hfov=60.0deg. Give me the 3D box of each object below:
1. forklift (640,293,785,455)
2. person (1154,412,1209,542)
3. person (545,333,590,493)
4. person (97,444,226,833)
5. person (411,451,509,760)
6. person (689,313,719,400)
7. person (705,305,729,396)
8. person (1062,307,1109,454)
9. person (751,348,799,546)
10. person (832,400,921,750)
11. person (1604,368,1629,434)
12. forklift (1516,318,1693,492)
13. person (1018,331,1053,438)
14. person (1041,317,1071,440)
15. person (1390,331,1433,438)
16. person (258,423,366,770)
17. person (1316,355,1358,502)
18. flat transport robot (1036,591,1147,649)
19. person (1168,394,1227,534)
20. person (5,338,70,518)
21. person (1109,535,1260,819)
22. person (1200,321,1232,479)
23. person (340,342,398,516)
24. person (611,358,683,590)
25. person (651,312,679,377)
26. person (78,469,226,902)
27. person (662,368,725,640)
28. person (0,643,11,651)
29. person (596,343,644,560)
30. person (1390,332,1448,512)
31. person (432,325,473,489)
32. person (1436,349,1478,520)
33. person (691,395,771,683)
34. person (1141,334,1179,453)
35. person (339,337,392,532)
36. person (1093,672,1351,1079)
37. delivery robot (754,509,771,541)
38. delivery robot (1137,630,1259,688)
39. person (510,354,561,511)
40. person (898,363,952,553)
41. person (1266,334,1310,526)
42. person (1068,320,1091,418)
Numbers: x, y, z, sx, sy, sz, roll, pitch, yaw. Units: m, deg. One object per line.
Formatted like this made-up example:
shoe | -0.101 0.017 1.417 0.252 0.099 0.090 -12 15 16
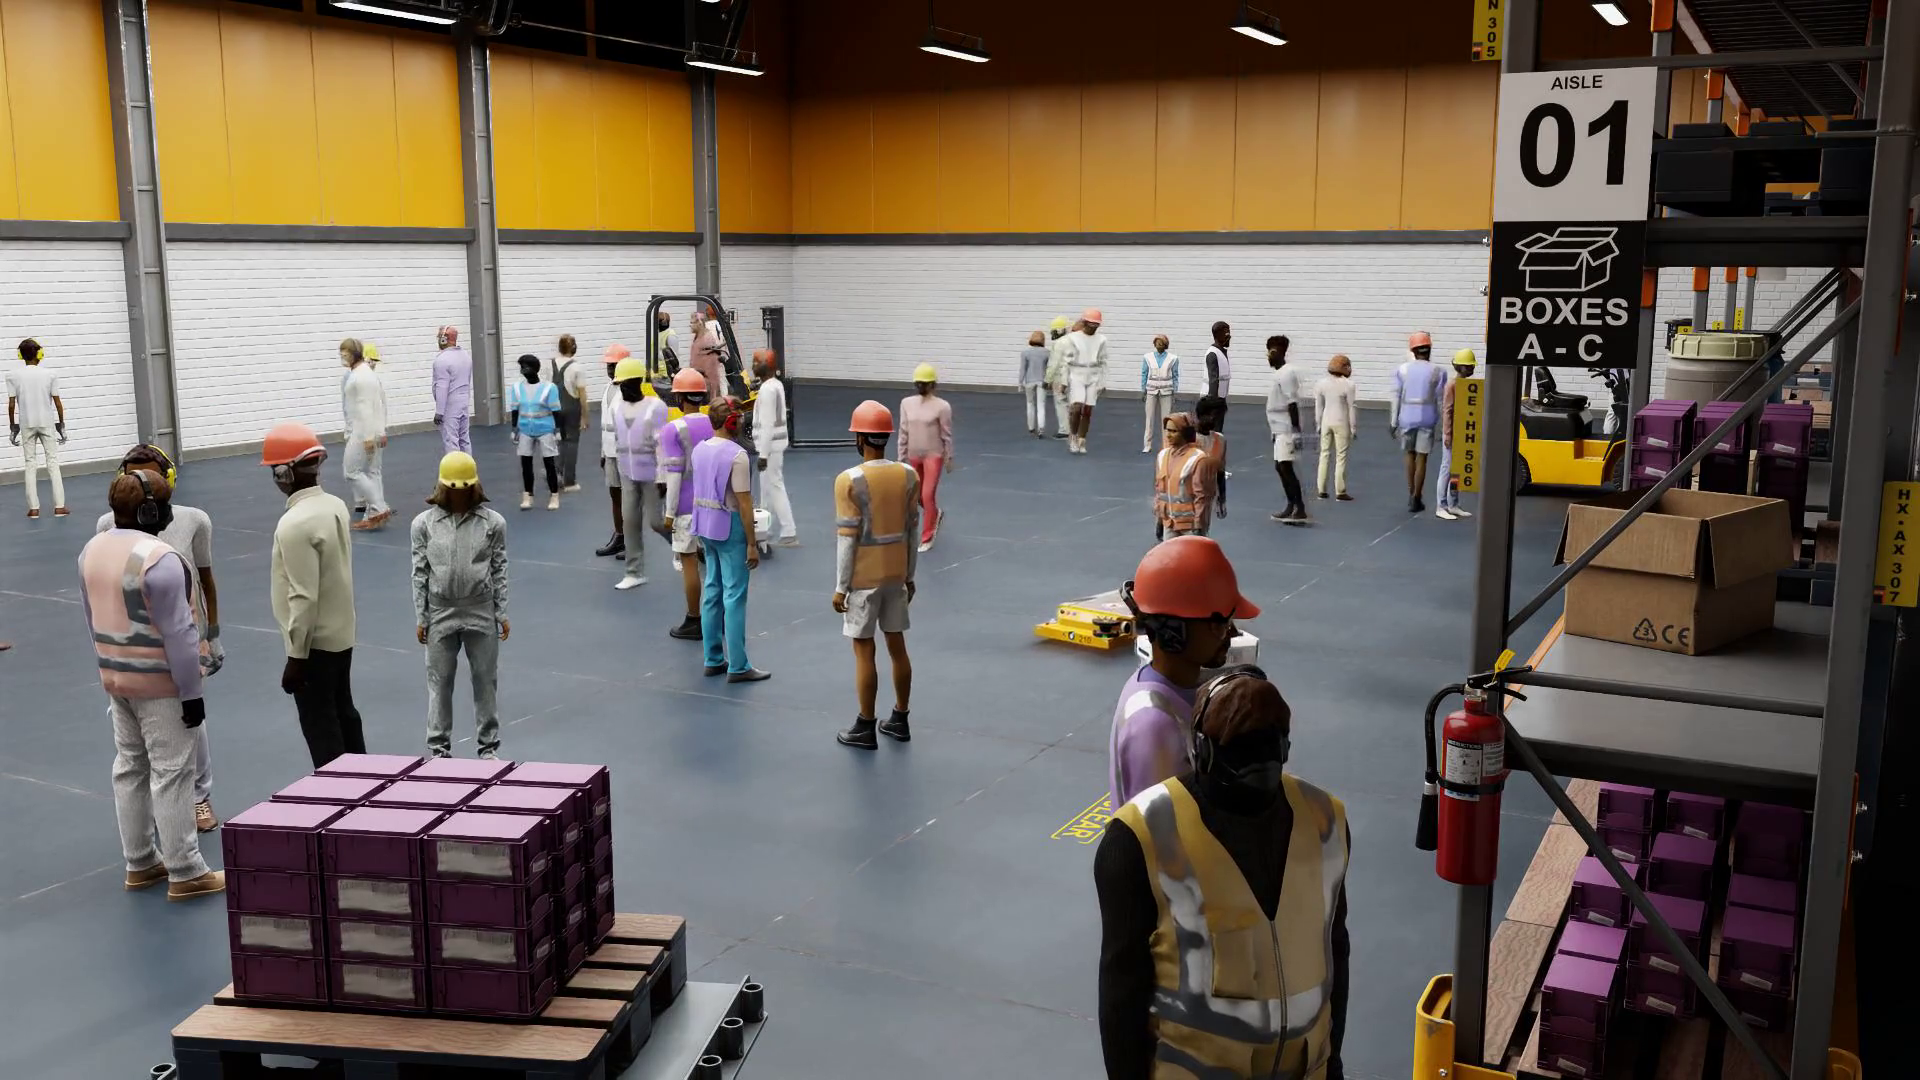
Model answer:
forklift | -3.588 -2.317 23.042 2.313 2.155 1.214 -1 10 -5
person | 1.577 -0.098 11.839 0.322 1.627 0.508 -7 12 -35
person | -4.481 -1.445 19.041 0.553 1.831 0.397 4 10 20
person | -3.758 0.473 7.834 0.533 1.870 0.315 -4 11 -21
person | -2.579 0.401 8.625 0.483 1.740 0.308 -4 10 -20
person | -3.712 -2.344 24.098 0.448 1.890 0.660 -5 11 -25
person | -4.166 -3.049 28.182 0.572 1.883 0.354 -8 12 -37
person | 1.721 -2.152 22.608 0.639 2.011 0.587 -2 10 -12
person | -1.798 -0.867 15.610 0.438 1.886 0.578 0 10 0
person | -0.491 0.199 9.256 0.554 1.933 0.381 -8 13 -39
person | 8.863 -2.046 22.215 0.370 1.940 0.630 -3 10 -18
forklift | 7.066 -1.601 18.899 2.313 2.155 1.214 5 11 27
person | 1.134 -2.327 24.866 0.543 1.584 0.850 1 10 5
person | 1.452 -2.370 24.513 0.458 1.801 0.626 3 10 17
person | 6.588 -2.221 24.124 0.581 1.628 0.514 -4 11 -22
person | -2.955 0.456 7.587 0.398 1.986 0.622 0 10 -2
person | 4.182 -1.241 18.476 0.291 1.623 0.523 -9 13 -42
flat transport robot | 1.254 0.535 12.094 0.652 0.197 1.431 9 13 41
person | 1.816 -0.292 12.822 0.598 1.661 0.496 -6 12 -32
person | -9.591 -1.158 17.288 0.533 1.864 0.310 -5 11 -25
person | 0.561 0.997 4.298 0.371 2.044 0.608 1 10 8
person | 3.134 -1.706 20.309 0.392 1.919 0.592 3 10 18
person | -6.176 -1.145 17.342 0.592 1.821 0.404 8 12 37
person | -2.595 -0.571 13.785 0.595 1.900 0.782 4 11 24
person | -4.567 -2.591 25.651 0.430 1.845 0.619 -6 12 -33
person | -3.424 0.616 7.089 0.623 1.844 0.429 6 11 30
person | -1.904 -0.257 11.861 0.373 1.935 0.552 8 13 40
person | -7.029 -0.147 11.377 0.781 1.886 0.664 -3 10 -18
person | -3.062 -0.795 14.960 0.544 1.943 0.347 9 13 42
person | 4.947 -1.263 17.789 0.611 1.897 0.703 5 11 29
person | -5.939 -1.544 19.390 0.409 1.913 0.642 2 10 13
person | 5.175 -1.095 17.211 0.533 1.767 0.326 -10 14 -44
person | -1.505 -0.006 10.663 0.389 1.849 0.567 -9 13 -43
person | 2.742 -2.007 22.859 0.513 1.639 0.311 2 10 9
person | -5.874 -1.020 16.290 0.446 1.926 0.643 -3 10 -16
person | 0.611 1.195 3.735 0.626 1.844 0.429 -4 10 -20
delivery robot | -2.064 -0.142 14.924 0.707 0.478 0.477 -4 11 -20
delivery robot | 1.442 0.690 10.108 0.707 0.478 0.477 -3 10 -15
person | -4.515 -1.147 17.742 0.552 1.687 0.337 1 10 8
person | -0.287 -0.786 15.467 0.517 1.746 0.668 5 11 27
person | 3.325 -1.123 16.921 0.468 1.922 0.699 1 10 6
person | 1.991 -2.867 27.850 0.277 1.631 0.506 -8 13 -39
